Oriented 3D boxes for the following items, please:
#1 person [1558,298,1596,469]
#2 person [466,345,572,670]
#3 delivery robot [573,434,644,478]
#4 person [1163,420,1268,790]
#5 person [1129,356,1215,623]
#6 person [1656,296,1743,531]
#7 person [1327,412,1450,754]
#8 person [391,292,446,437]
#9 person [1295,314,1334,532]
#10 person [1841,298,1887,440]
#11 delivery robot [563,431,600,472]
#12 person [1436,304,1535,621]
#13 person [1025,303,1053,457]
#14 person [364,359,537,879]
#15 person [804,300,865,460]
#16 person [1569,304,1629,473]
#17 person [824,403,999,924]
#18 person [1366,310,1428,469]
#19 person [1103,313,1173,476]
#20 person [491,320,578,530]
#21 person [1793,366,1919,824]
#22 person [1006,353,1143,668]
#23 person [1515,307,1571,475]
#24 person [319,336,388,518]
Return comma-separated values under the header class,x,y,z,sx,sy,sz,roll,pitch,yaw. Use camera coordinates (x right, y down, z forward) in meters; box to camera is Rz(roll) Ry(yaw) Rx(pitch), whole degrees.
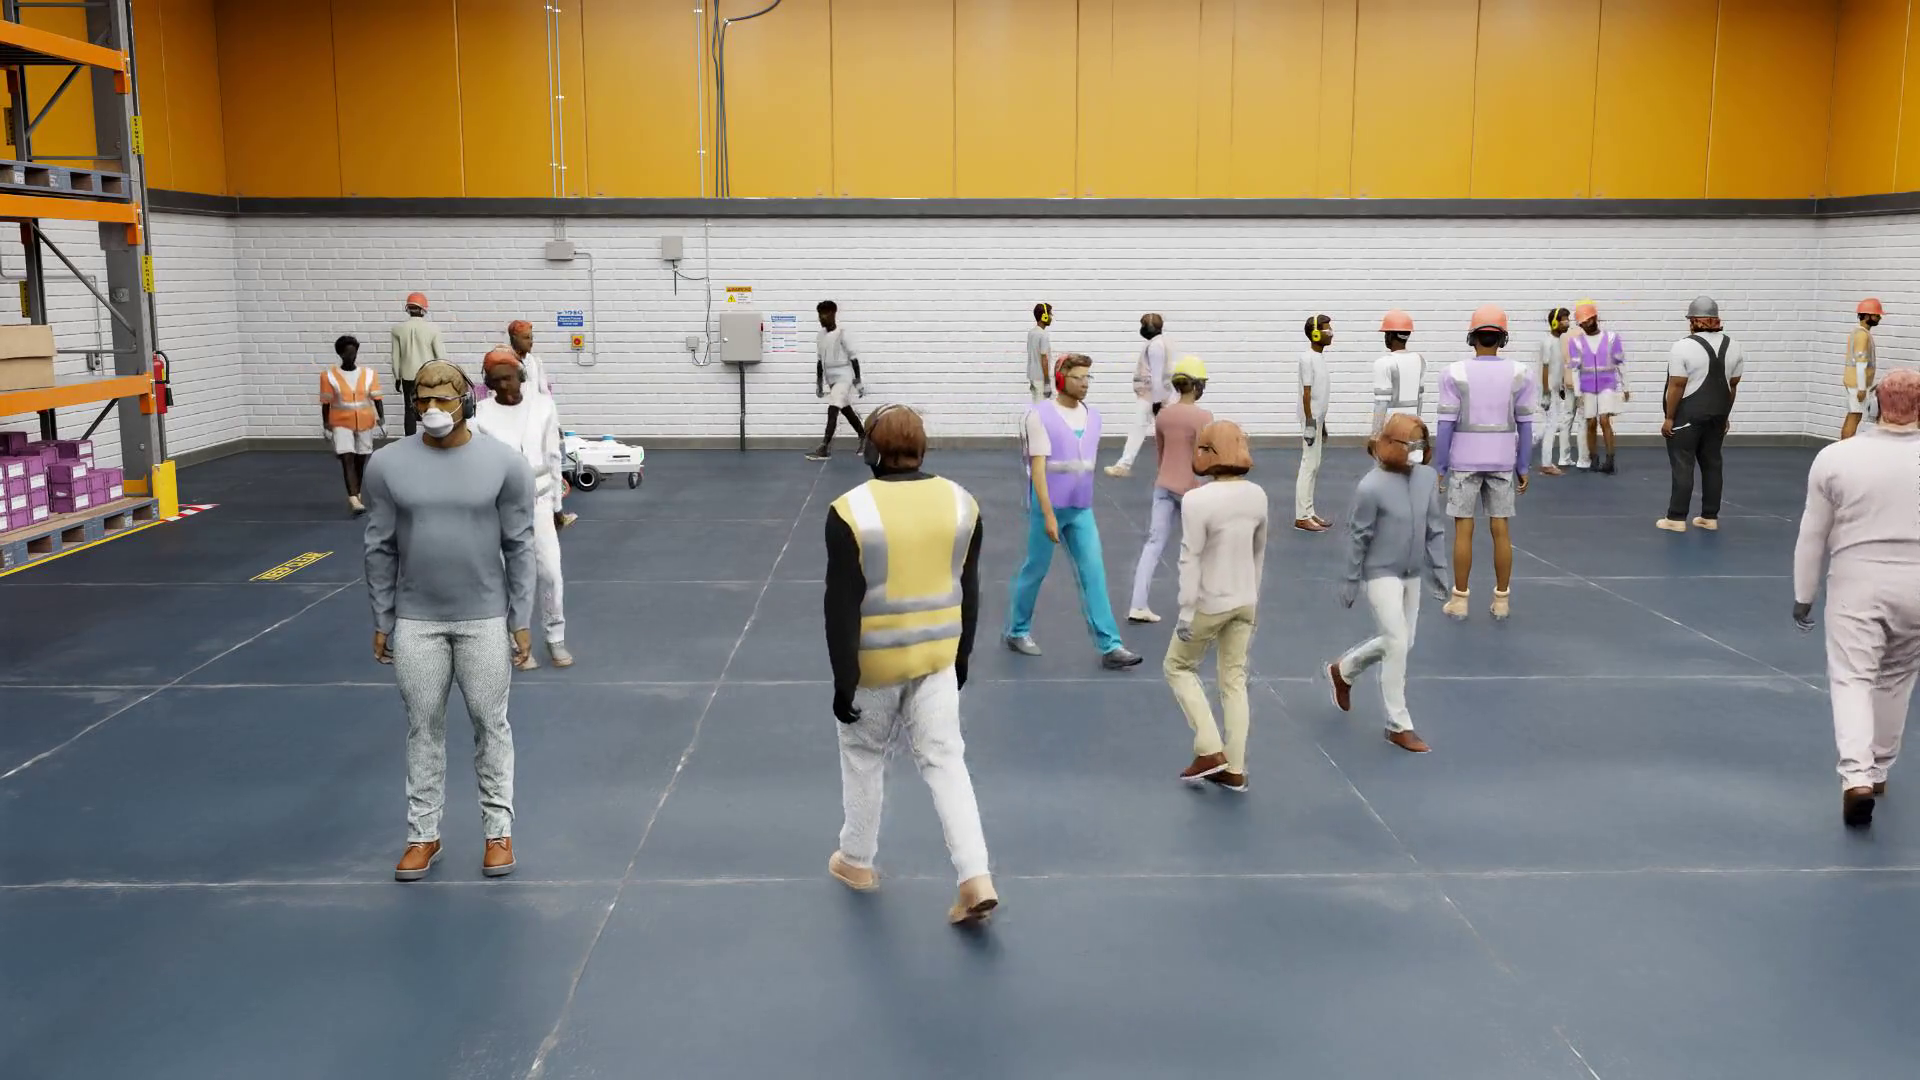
class,x,y,z,sx,sy,sz,roll,pitch,yaw
person,7.062,-1.772,18.917,0.356,1.930,0.592,-6,11,-31
person,-2.492,-0.162,9.306,0.617,1.842,0.492,-7,11,-35
delivery robot,-3.624,-0.847,17.163,0.707,0.478,0.477,-2,9,-14
person,1.115,0.288,7.234,0.520,1.617,0.370,-6,11,-34
person,1.453,-0.324,10.700,0.943,1.708,0.526,-7,12,-37
person,6.367,-1.098,14.444,0.690,2.000,0.538,-3,10,-15
person,2.032,0.170,8.000,0.498,1.602,0.699,-6,11,-34
person,-6.415,-1.943,19.763,0.623,1.992,0.396,-1,9,-3
person,3.096,-1.010,14.458,0.328,1.862,0.513,4,10,23
person,10.263,-1.776,18.921,0.373,1.934,0.551,4,10,22
delivery robot,-4.120,-0.913,17.570,0.477,0.478,0.707,4,10,23
person,3.366,-0.497,10.752,0.613,2.041,0.393,1,9,4
person,0.962,-1.901,19.924,0.319,1.863,0.517,-3,10,-18
person,-1.888,0.298,6.202,0.629,1.940,0.373,-1,9,-7
person,-1.415,-1.922,19.951,1.054,1.907,0.639,-7,12,-38
person,7.058,-1.663,18.433,0.641,1.879,0.627,5,10,27
person,-0.172,0.427,5.820,0.630,1.814,0.910,-5,11,-30
person,3.511,-0.888,13.471,0.545,1.938,0.355,-6,11,-34
person,2.108,-1.574,18.142,0.978,1.794,0.645,3,10,16
person,-3.758,-0.990,14.448,1.022,1.816,0.590,4,10,22
person,3.822,0.220,6.892,0.652,1.875,0.927,3,10,20
person,0.611,-0.170,9.523,0.573,1.793,0.985,-7,12,-37
person,6.470,-1.638,18.358,0.549,1.853,0.518,6,11,33
person,-5.530,-1.034,15.205,0.549,1.644,0.865,-6,11,-35
